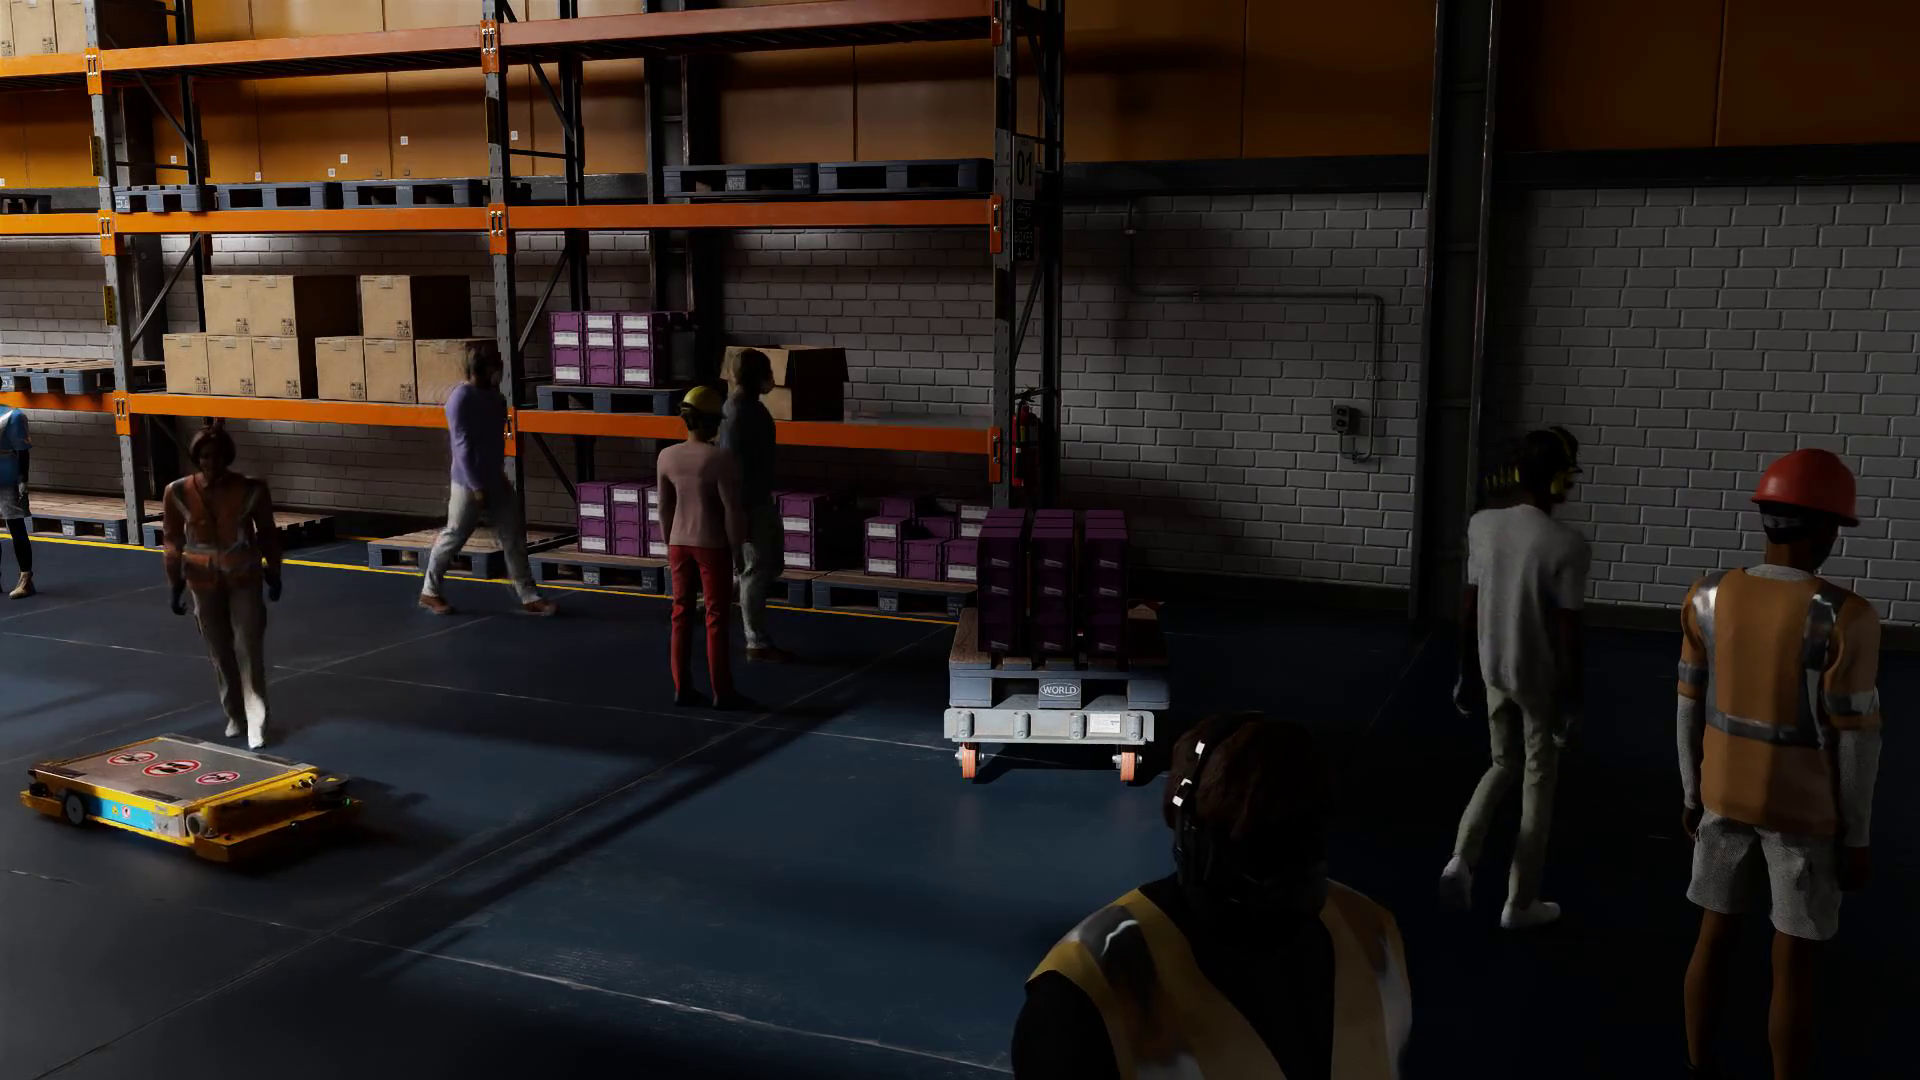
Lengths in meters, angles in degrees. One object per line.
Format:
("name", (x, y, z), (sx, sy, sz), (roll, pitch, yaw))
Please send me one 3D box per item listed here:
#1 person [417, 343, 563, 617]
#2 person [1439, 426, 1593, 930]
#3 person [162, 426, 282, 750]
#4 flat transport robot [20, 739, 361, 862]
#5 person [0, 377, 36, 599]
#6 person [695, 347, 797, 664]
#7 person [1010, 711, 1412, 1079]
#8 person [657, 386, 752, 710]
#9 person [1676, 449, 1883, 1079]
("person", (-3.279, -0.393, 11.320), (1.034, 1.892, 0.647), (3, 10, 19))
("person", (1.992, 0.515, 5.964), (0.470, 1.848, 0.536), (-7, 12, -38))
("person", (-3.682, 0.245, 8.301), (0.520, 1.613, 0.703), (-2, 10, -15))
("flat transport robot", (-3.358, 1.091, 7.227), (1.431, 0.197, 0.652), (5, 11, 30))
("person", (-6.948, -0.414, 11.982), (0.539, 1.695, 0.318), (1, 10, 7))
("person", (-1.314, -0.199, 10.022), (0.586, 1.923, 0.633), (2, 10, 9))
("person", (0.380, 1.133, 2.284), (0.627, 1.844, 0.429), (-6, 11, -31))
("person", (-1.392, 0.045, 9.047), (0.523, 1.760, 0.327), (5, 11, 26))
("person", (2.228, 0.714, 4.537), (0.373, 1.928, 0.543), (-7, 11, -34))
